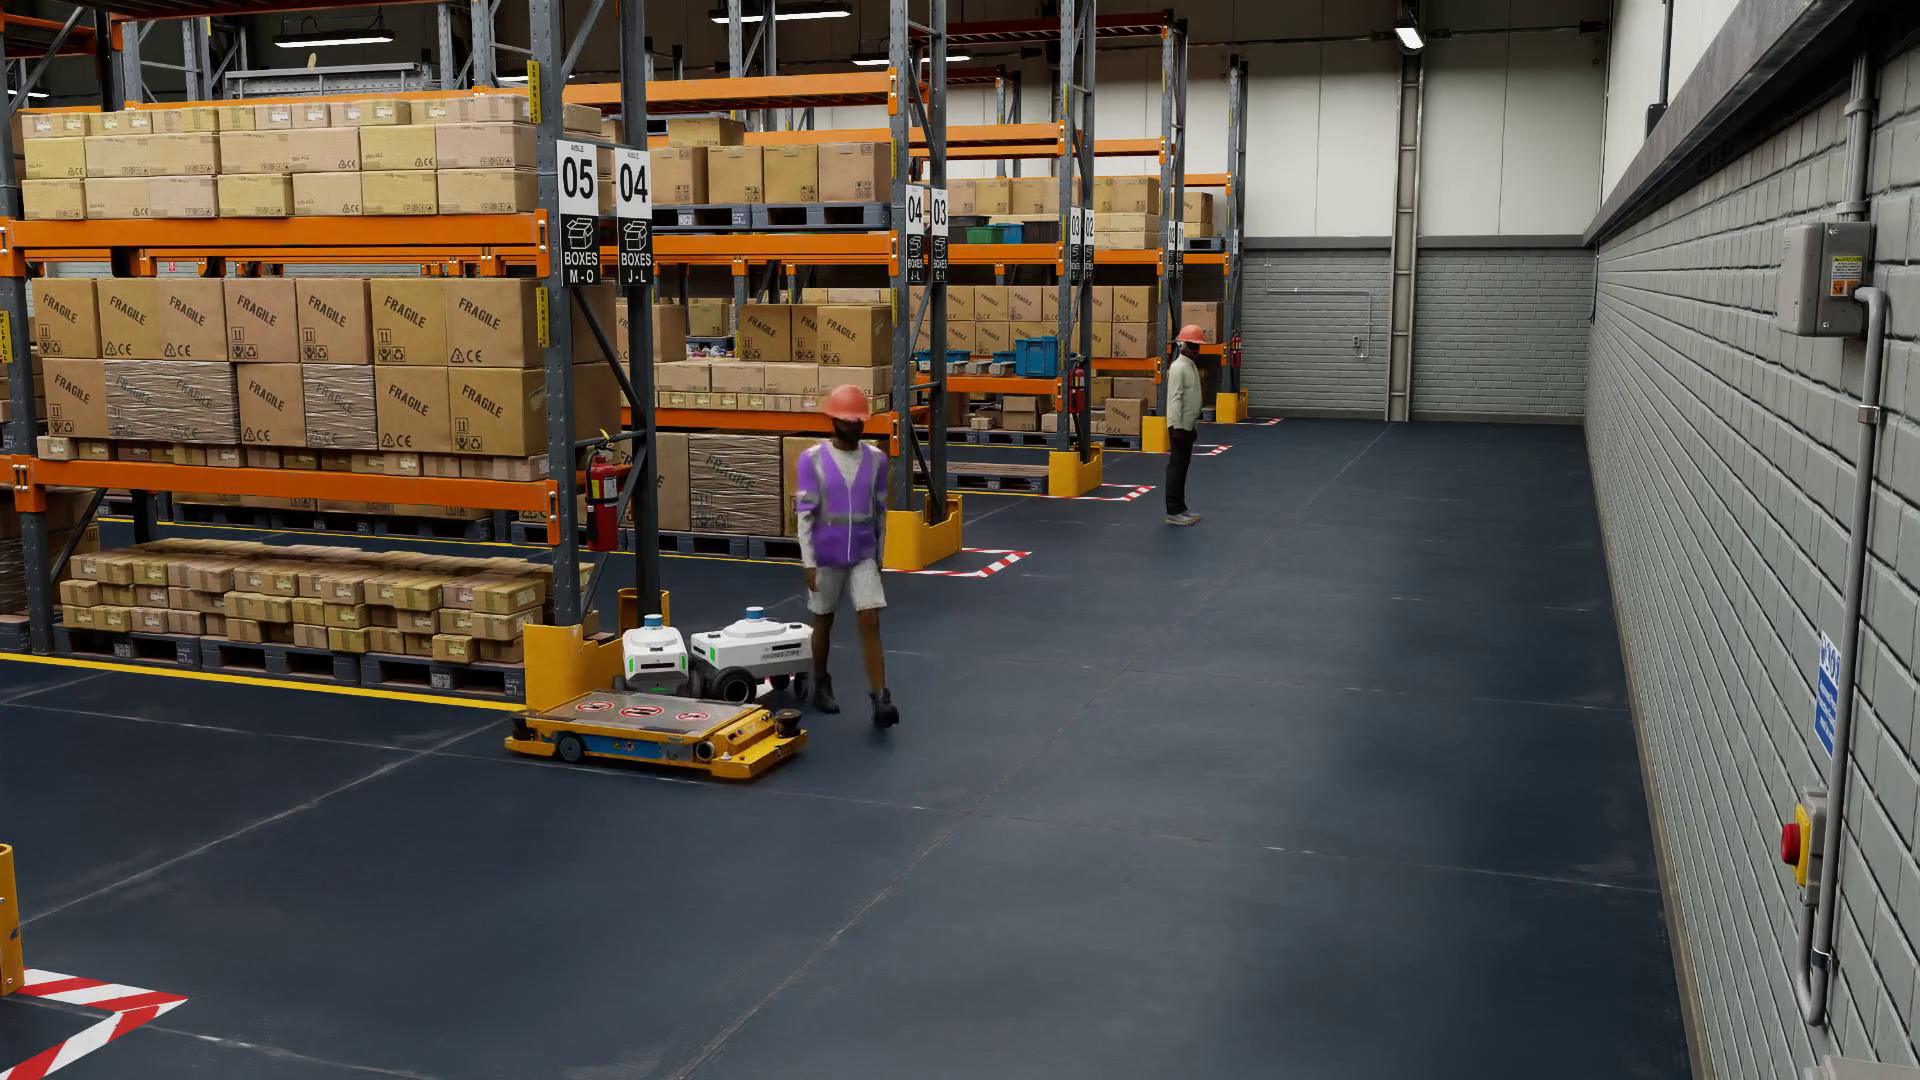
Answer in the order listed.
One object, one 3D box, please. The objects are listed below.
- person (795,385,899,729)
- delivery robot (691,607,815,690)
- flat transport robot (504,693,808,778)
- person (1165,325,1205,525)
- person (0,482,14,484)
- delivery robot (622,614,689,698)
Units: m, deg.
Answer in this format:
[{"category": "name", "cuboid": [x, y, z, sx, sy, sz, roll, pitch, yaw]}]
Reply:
[{"category": "person", "cuboid": [-0.622, 0.094, 9.198, 0.556, 1.885, 0.953, -3, 10, -19]}, {"category": "delivery robot", "cuboid": [-1.191, 0.633, 9.699, 0.707, 0.478, 0.477, -5, 11, -30]}, {"category": "flat transport robot", "cuboid": [-1.579, 0.989, 8.656, 1.431, 0.197, 0.652, 3, 10, 20]}, {"category": "person", "cuboid": [2.261, -1.154, 16.674, 0.392, 1.991, 0.612, 4, 10, 21]}, {"category": "person", "cuboid": [-8.149, -0.558, 14.150, 0.760, 1.614, 0.522, 4, 10, 22]}, {"category": "delivery robot", "cuboid": [-1.743, 0.668, 9.484, 0.477, 0.478, 0.707, -2, 9, -13]}]
